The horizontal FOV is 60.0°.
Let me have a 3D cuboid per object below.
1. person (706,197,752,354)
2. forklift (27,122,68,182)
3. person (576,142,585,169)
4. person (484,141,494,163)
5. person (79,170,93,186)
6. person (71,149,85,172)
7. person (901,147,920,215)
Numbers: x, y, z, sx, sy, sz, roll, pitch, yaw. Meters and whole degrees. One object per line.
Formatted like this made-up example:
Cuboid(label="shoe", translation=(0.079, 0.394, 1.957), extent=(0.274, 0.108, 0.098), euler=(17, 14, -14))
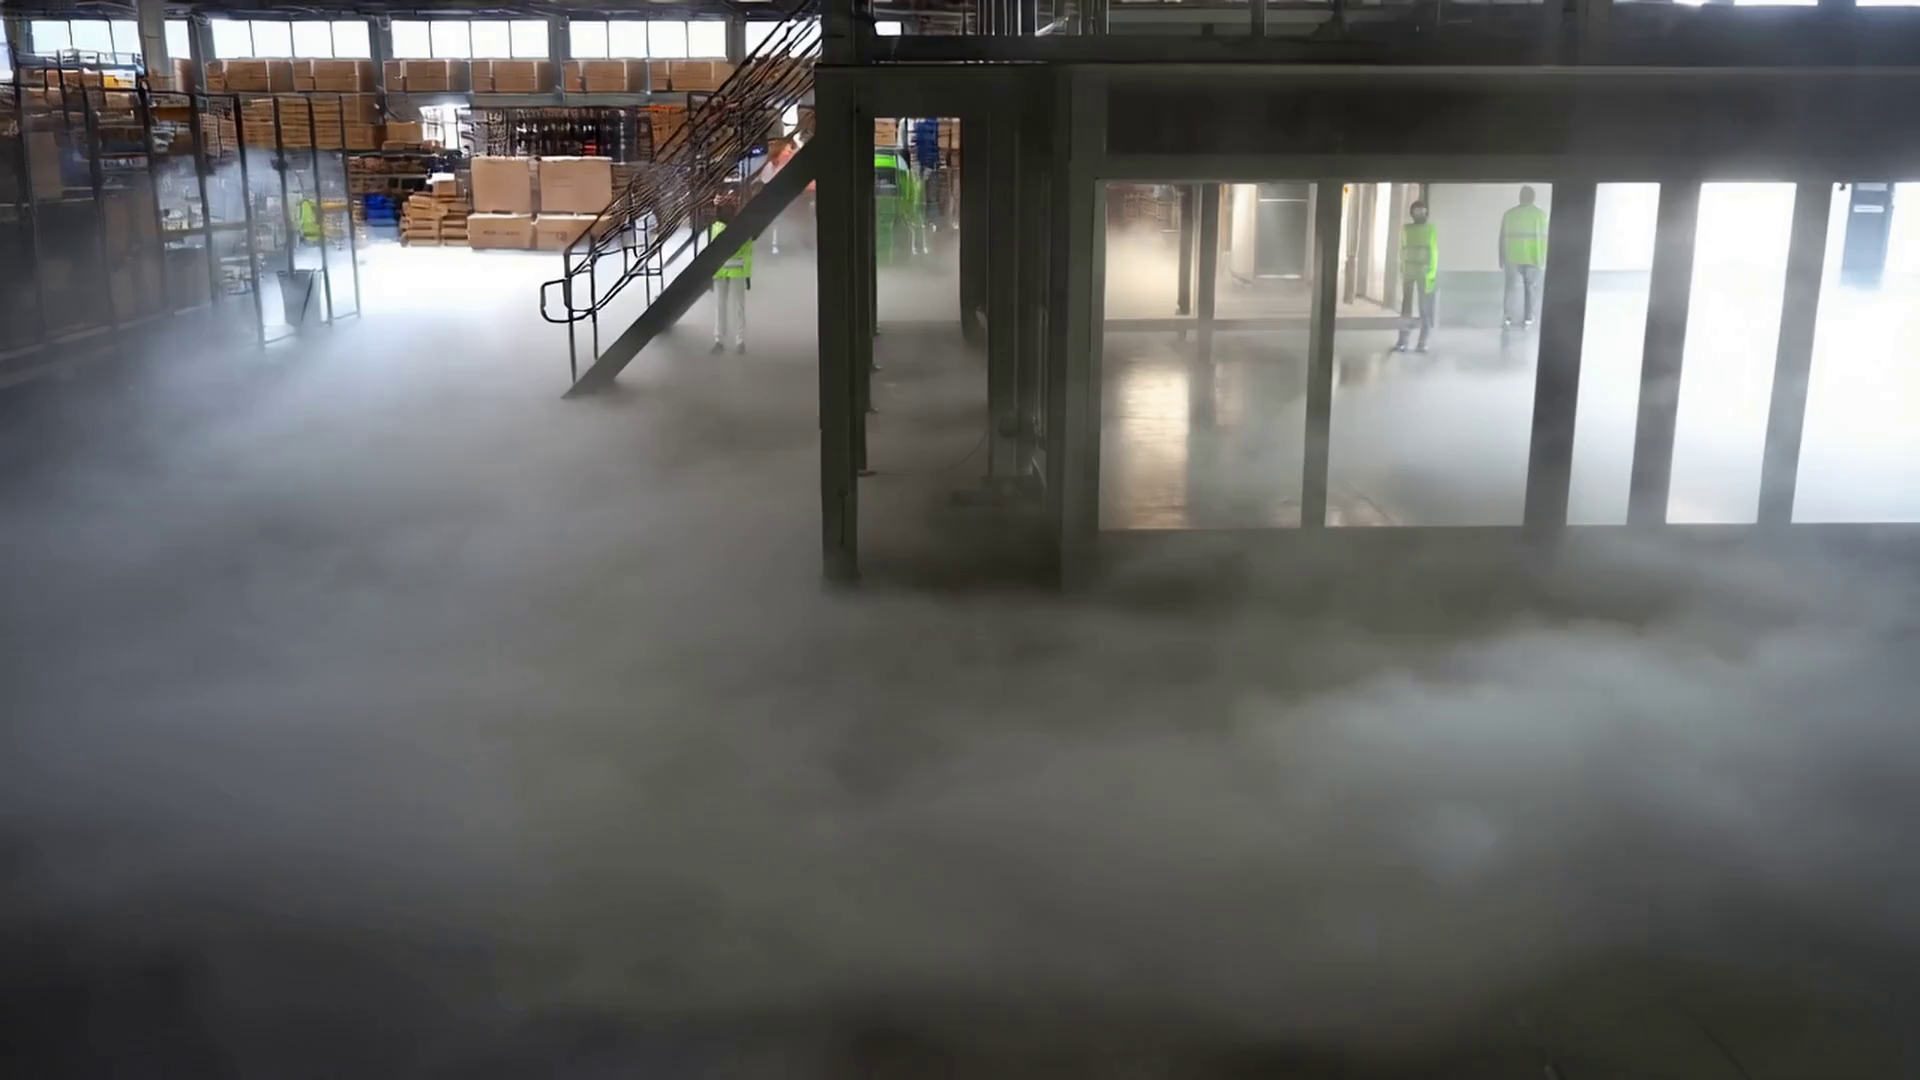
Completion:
Cuboid(label="person", translation=(-2.807, -3.198, 20.142), extent=(0.575, 1.883, 0.355), euler=(2, 14, 6))
Cuboid(label="forklift", translation=(-35.376, -14.773, 64.377), extent=(1.129, 2.768, 1.873), euler=(-1, 14, -2))
Cuboid(label="person", translation=(-19.132, -19.159, 84.035), extent=(0.404, 1.830, 0.599), euler=(-11, 18, -38))
Cuboid(label="person", translation=(-23.089, -18.661, 81.898), extent=(0.668, 1.902, 0.487), euler=(7, 16, 25))
Cuboid(label="person", translation=(-16.036, -5.842, 30.666), extent=(0.870, 1.903, 0.561), euler=(-6, 15, -22))
Cuboid(label="person", translation=(-40.353, -17.088, 76.139), extent=(0.576, 1.655, 0.790), euler=(-10, 17, -35))
Cuboid(label="person", translation=(-1.487, -10.913, 50.648), extent=(0.615, 2.042, 0.375), euler=(7, 16, 25))
